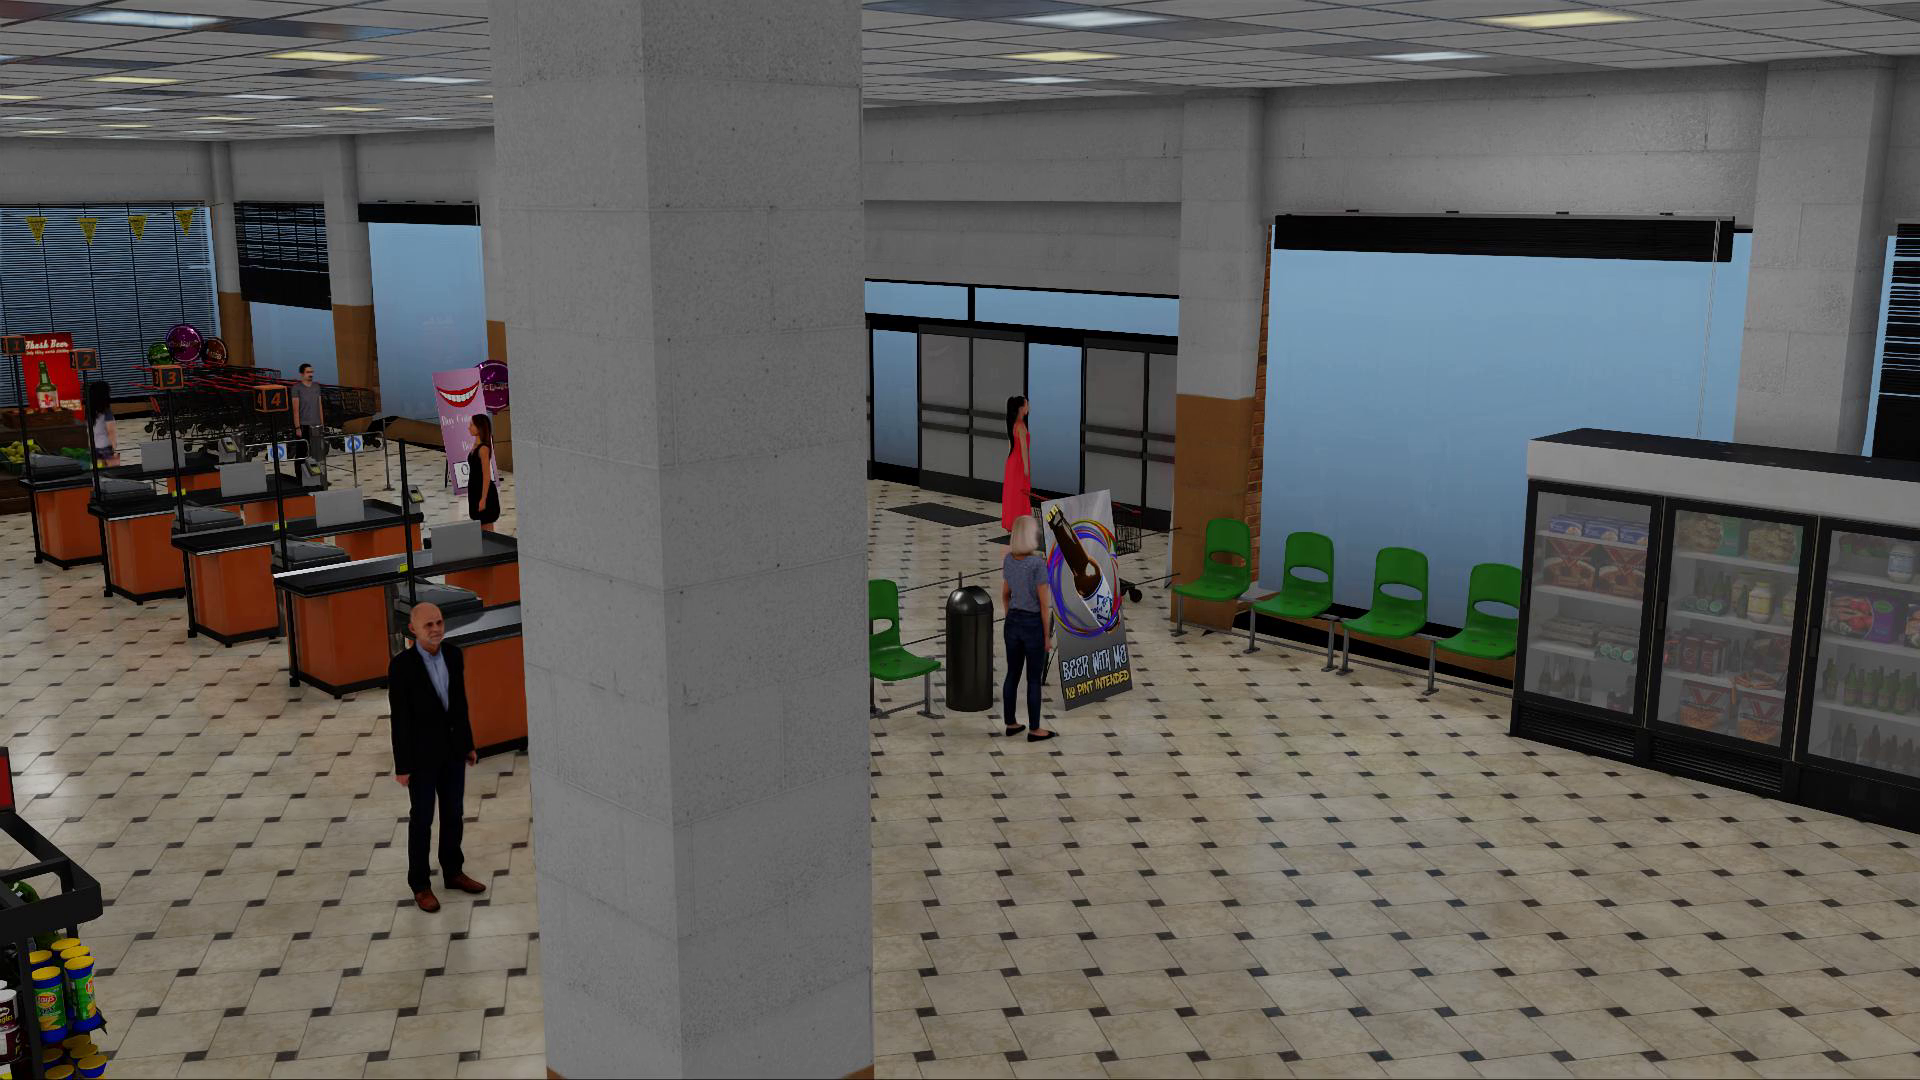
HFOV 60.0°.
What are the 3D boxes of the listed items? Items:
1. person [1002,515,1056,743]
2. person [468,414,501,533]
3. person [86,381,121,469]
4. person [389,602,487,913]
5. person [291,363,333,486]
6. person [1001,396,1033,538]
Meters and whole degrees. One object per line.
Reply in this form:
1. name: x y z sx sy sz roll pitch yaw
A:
1. person: 0.498 0.663 12.631 0.577 1.720 0.507 11 16 41
2. person: -4.998 -0.411 17.451 0.615 1.835 0.637 -6 13 -27
3. person: -11.150 -1.189 21.498 0.789 1.691 0.935 5 13 22
4. person: -3.072 1.233 9.730 0.785 1.799 0.553 9 15 36
5. person: -9.149 -1.607 23.335 0.713 1.752 0.537 7 14 31
6. person: 0.697 -0.865 19.874 0.711 1.726 0.704 -4 13 -19
